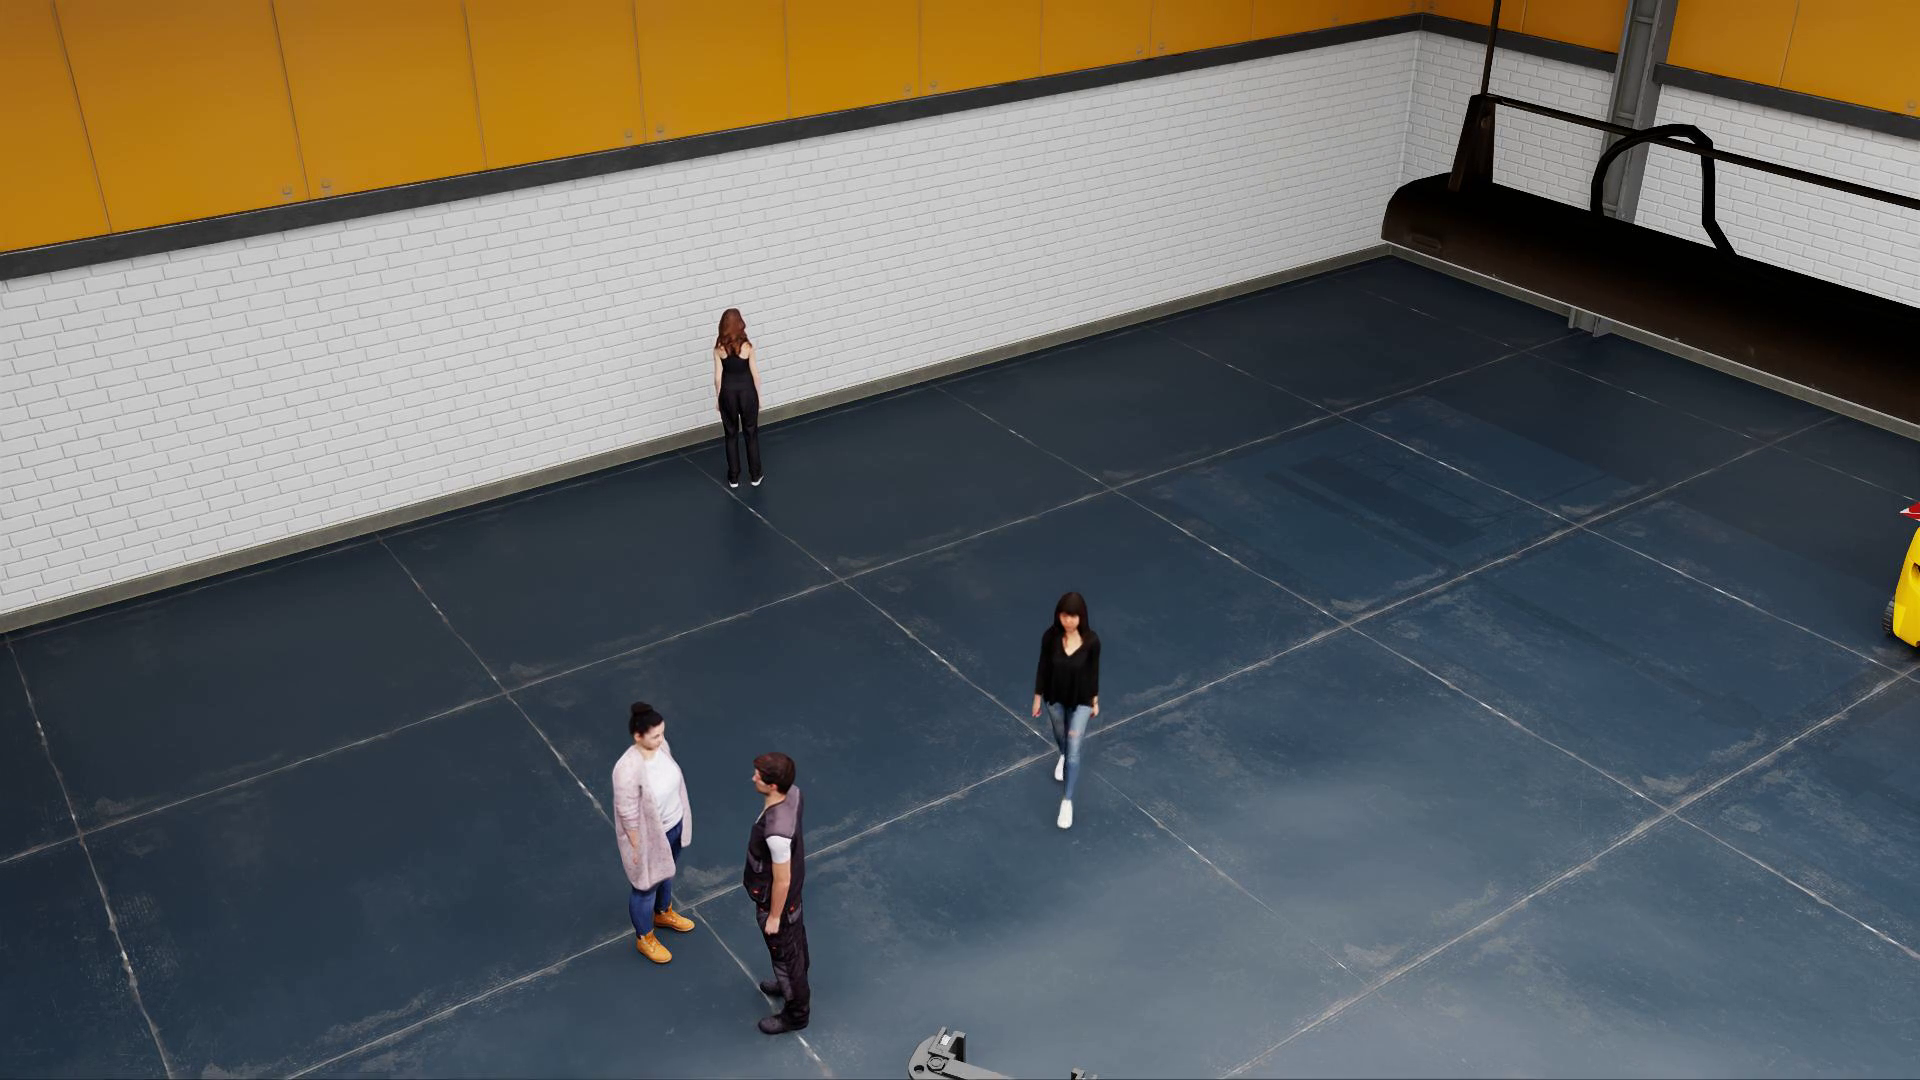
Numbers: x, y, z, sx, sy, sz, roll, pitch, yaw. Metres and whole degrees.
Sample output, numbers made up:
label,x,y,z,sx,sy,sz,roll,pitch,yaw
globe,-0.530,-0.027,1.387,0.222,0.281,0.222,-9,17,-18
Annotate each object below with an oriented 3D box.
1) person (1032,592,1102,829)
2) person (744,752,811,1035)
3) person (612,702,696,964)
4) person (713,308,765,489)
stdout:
label,x,y,z,sx,sy,sz,roll,pitch,yaw
person,0.736,1.039,11.275,1.035,1.601,1.033,8,30,14
person,-0.998,1.956,9.334,0.803,1.849,0.698,-1,29,-2
person,-1.847,1.705,9.902,0.821,1.746,0.794,10,30,18
person,-2.064,-1.320,15.445,0.658,1.748,0.672,-3,29,-5
